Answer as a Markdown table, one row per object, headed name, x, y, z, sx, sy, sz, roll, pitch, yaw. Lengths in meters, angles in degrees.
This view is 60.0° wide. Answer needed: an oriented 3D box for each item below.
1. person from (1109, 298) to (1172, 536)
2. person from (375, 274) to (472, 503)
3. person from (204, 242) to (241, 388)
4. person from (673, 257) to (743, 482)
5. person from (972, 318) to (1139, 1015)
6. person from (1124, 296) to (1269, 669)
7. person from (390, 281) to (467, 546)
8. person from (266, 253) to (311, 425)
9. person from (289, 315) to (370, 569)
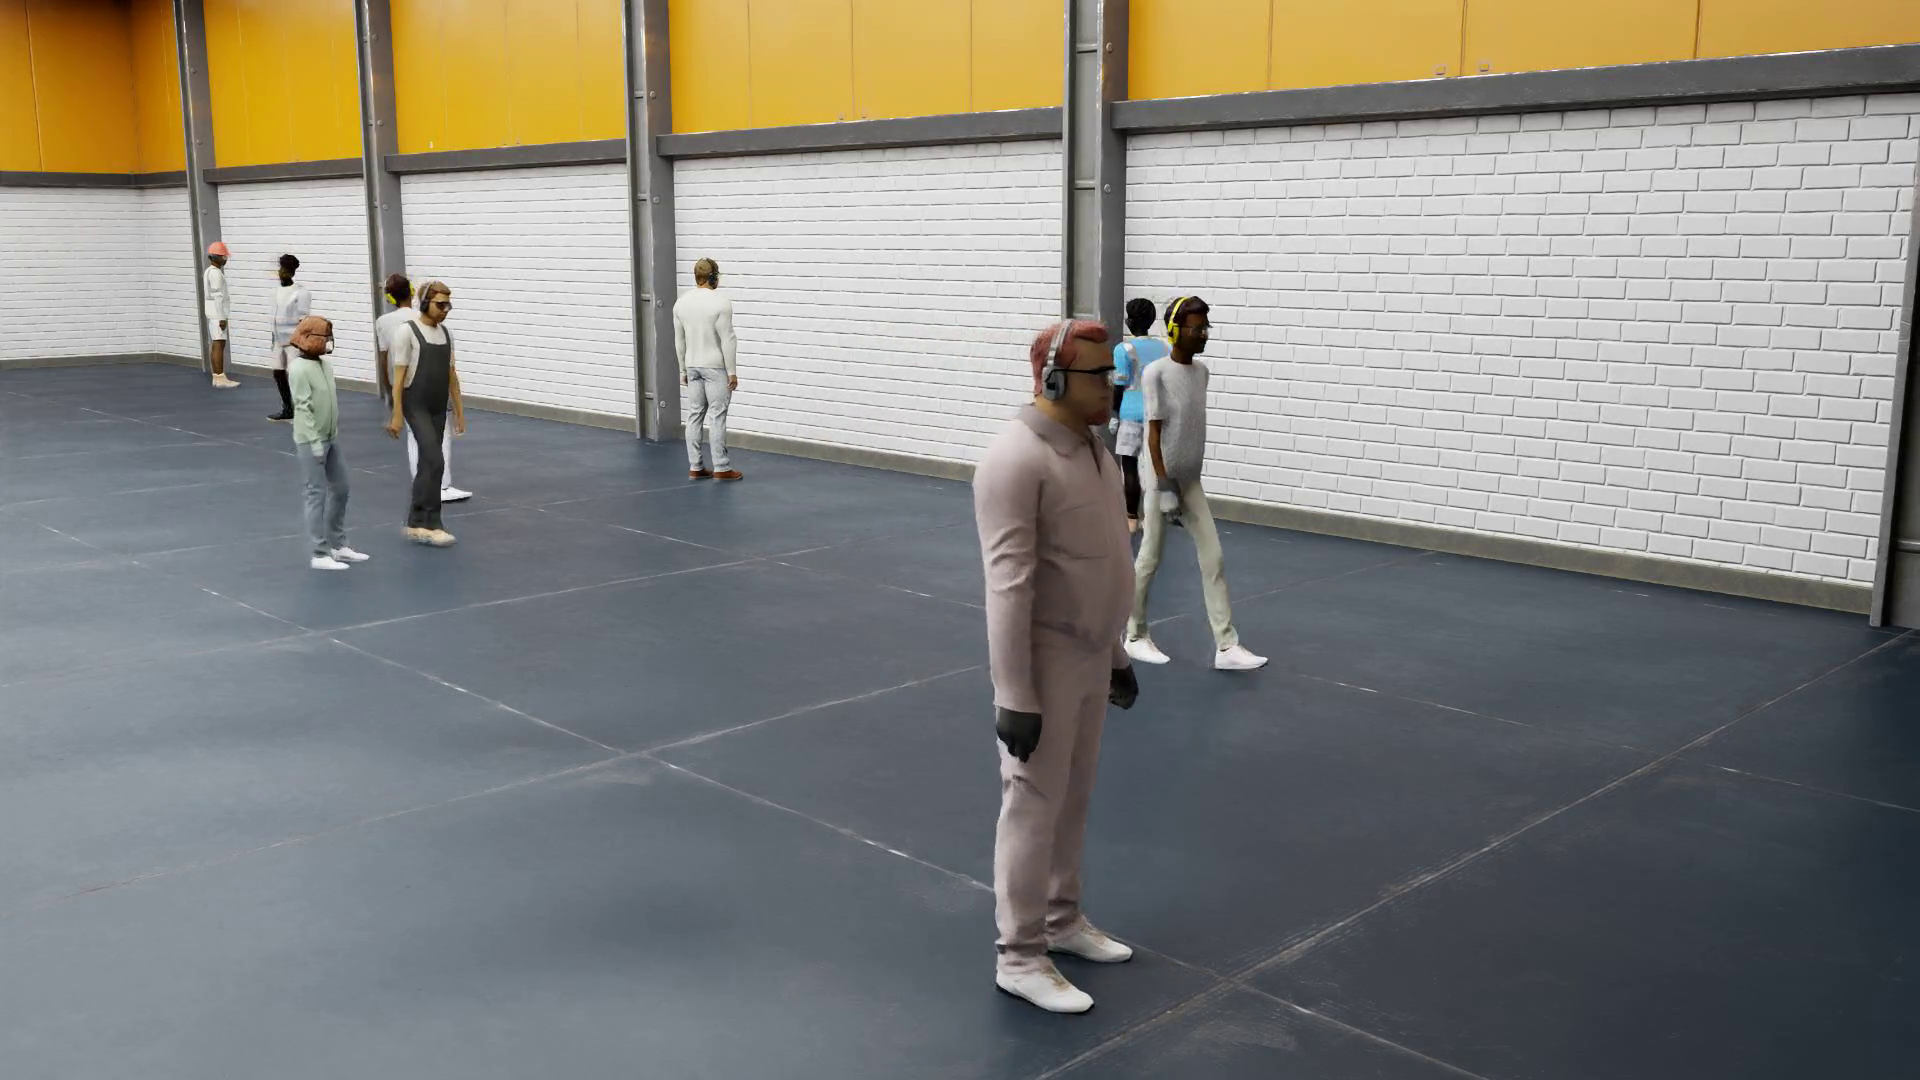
| name | x | y | z | sx | sy | sz | roll | pitch | yaw |
| --- | --- | --- | --- | --- | --- | --- | --- | --- | --- |
| person | 1.290 | -0.877 | 11.886 | 0.529 | 1.692 | 0.319 | -8 | 13 | -37 |
| person | -4.296 | -1.190 | 13.236 | 0.676 | 1.818 | 0.339 | 1 | 10 | 4 |
| person | -10.370 | -3.148 | 23.333 | 0.404 | 2.034 | 0.609 | -6 | 12 | -30 |
| person | -2.184 | -1.468 | 14.425 | 0.627 | 1.940 | 0.371 | 6 | 12 | 30 |
| person | 0.295 | 0.334 | 4.695 | 0.405 | 1.908 | 0.652 | 5 | 12 | 26 |
| person | 1.125 | -0.249 | 8.077 | 0.520 | 1.834 | 0.900 | -9 | 13 | -39 |
| person | -3.606 | -0.863 | 11.457 | 0.696 | 1.814 | 0.540 | 5 | 11 | 24 |
| person | -7.537 | -2.243 | 18.689 | 0.675 | 1.934 | 0.386 | 6 | 12 | 29 |
| person | -4.073 | -0.615 | 10.640 | 0.336 | 1.631 | 0.515 | 1 | 10 | 7 |
